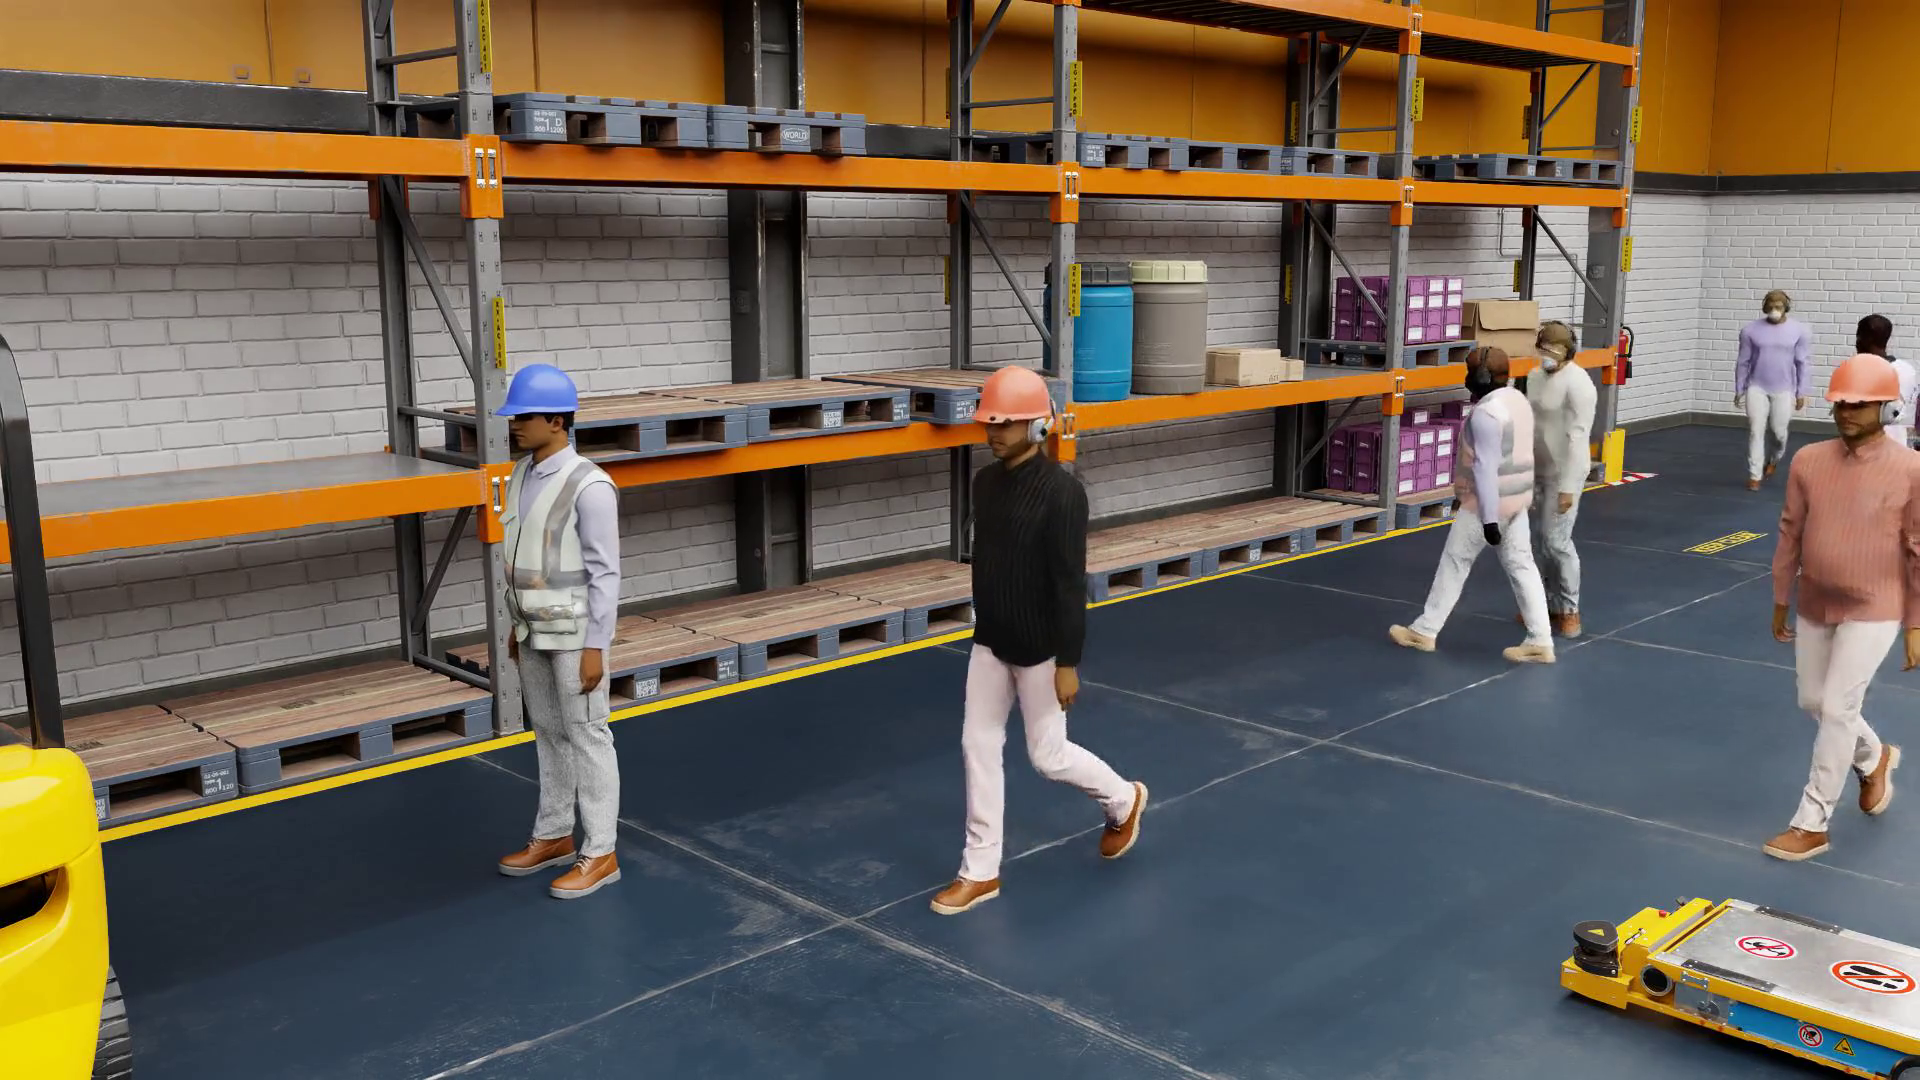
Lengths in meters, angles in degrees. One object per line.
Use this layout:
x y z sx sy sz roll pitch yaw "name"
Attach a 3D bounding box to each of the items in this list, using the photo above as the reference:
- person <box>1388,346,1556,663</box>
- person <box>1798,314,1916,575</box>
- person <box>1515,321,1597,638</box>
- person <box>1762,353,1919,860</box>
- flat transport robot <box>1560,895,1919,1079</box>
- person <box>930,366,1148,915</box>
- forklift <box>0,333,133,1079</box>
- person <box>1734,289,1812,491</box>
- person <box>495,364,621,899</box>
2.995 -0.203 9.453 0.945 1.790 0.614 10 14 43 "person"
6.151 -0.597 11.373 0.594 1.872 0.984 -3 11 -15 "person"
3.591 -0.365 10.029 0.417 1.908 0.689 -1 10 -7 "person"
3.530 0.242 6.549 0.864 1.968 0.625 -6 12 -29 "person"
2.633 1.374 4.980 0.652 0.197 1.431 -10 15 -44 "flat transport robot"
0.296 0.343 6.006 0.859 1.966 0.613 -8 13 -37 "person"
-3.289 0.485 4.582 1.214 2.155 2.313 -10 14 -44 "forklift"
7.714 -1.433 15.823 0.642 1.914 0.705 6 12 30 "person"
-1.475 0.329 6.099 0.602 1.949 0.391 10 15 44 "person"
